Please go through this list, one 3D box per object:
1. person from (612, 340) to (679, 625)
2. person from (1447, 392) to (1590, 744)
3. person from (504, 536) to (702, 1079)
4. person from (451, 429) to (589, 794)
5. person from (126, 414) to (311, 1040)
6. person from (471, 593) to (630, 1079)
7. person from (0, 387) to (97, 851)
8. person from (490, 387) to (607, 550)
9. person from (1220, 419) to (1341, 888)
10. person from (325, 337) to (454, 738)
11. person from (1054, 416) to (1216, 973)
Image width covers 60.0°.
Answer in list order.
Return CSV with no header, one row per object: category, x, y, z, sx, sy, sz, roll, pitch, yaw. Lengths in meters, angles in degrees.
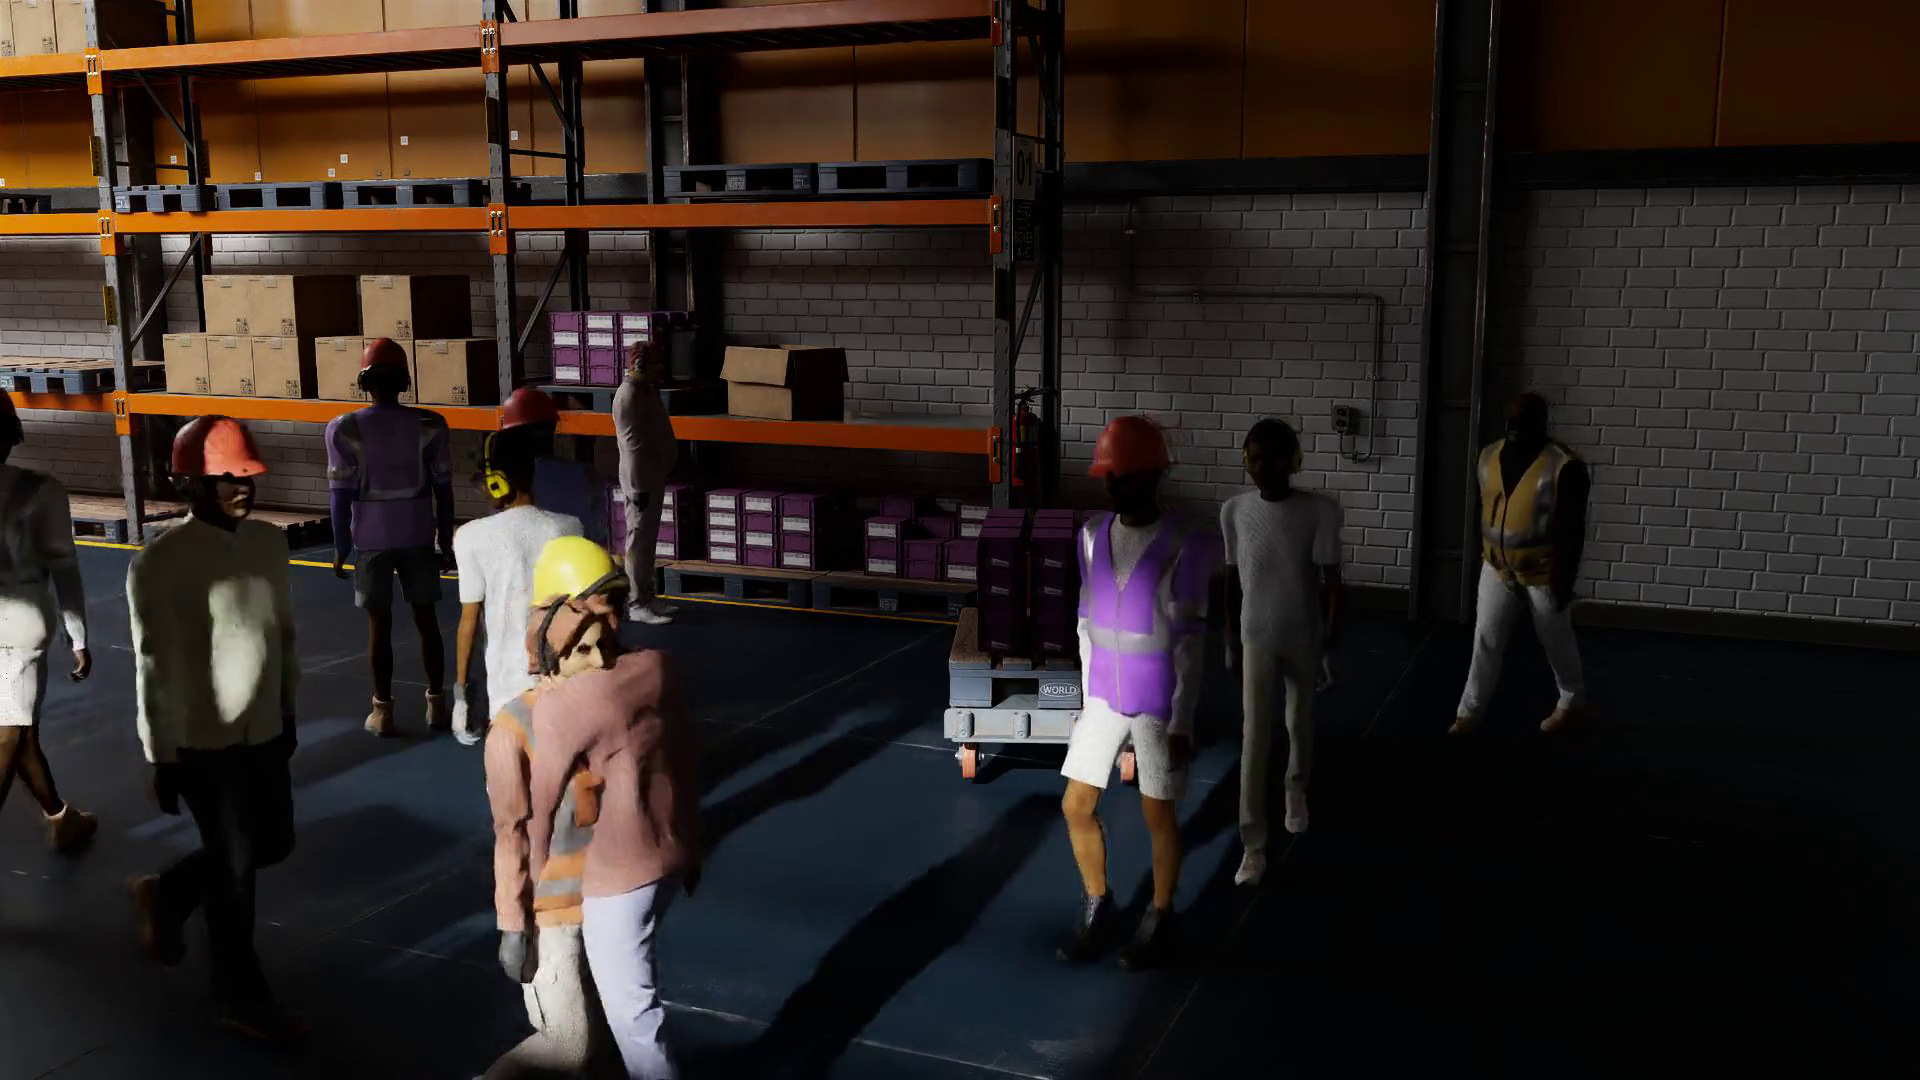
person,-2.108,-0.394,11.236,0.411,1.908,0.643,0,9,-2
person,2.863,0.144,8.390,0.986,1.788,0.661,-8,12,-39
person,-0.878,0.855,4.226,0.534,1.731,0.549,3,10,20
person,-1.496,0.534,5.855,0.589,1.847,0.516,-7,12,-35
person,-2.397,0.574,5.254,0.710,1.975,0.624,3,10,20
person,-1.014,0.915,4.218,0.471,1.623,0.526,5,11,27
person,-3.760,0.375,6.461,0.627,1.974,1.035,0,9,2
person,-1.713,0.284,7.264,0.801,1.893,0.555,9,13,42
person,1.310,0.404,6.767,0.527,1.814,0.999,3,10,17
person,-2.913,-0.013,8.540,0.611,2.042,0.396,-5,11,-26
person,0.562,0.547,5.582,0.544,1.919,0.577,7,12,37
